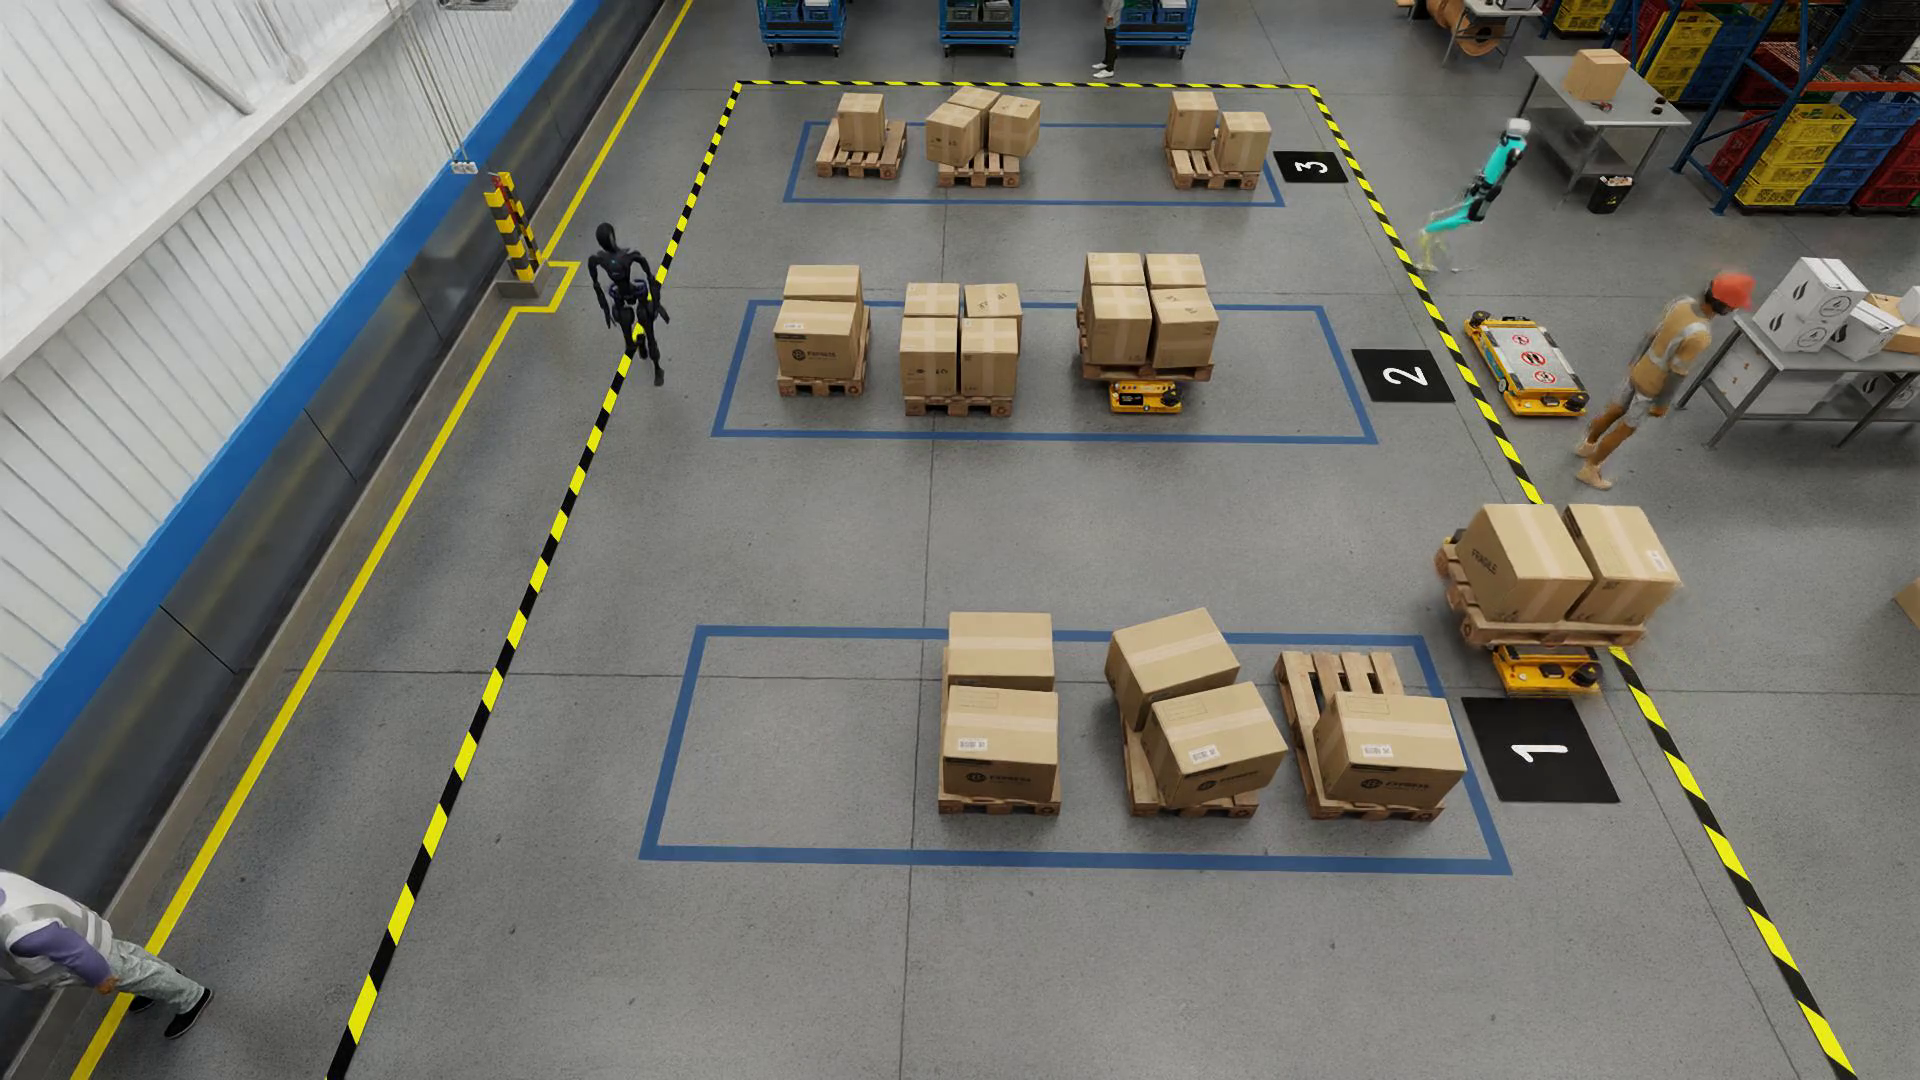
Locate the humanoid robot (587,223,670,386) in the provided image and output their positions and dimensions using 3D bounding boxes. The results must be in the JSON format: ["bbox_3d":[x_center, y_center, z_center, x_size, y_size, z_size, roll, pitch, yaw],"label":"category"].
[{"bbox_3d":[-3.037,-2.232,8.542,0.594,1.644,0.519,-8,50,-6],"label":"humanoid robot"}]

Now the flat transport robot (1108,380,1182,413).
[{"bbox_3d":[1.773,-1.807,9.079,0.652,0.197,1.431,1,49,1],"label":"flat transport robot"}]

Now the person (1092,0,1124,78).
[{"bbox_3d":[2.143,-7.606,13.069,0.365,1.852,0.596,2,49,2],"label":"person"}]

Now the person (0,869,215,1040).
[{"bbox_3d":[-4.560,2.104,4.675,0.589,1.836,0.404,22,53,18],"label":"person"}]

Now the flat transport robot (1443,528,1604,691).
[{"bbox_3d":[4.321,0.504,7.079,0.652,0.197,1.431,1,49,1],"label":"flat transport robot"}]

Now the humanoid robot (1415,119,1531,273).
[{"bbox_3d":[5.268,-3.527,9.617,0.908,1.760,0.540,9,50,8],"label":"humanoid robot"}]

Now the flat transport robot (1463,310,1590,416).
[{"bbox_3d":[5.573,-1.757,9.054,0.659,0.231,1.431,1,49,1],"label":"flat transport robot"}]

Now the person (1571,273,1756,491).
[{"bbox_3d":[5.711,-1.323,7.533,0.481,2.022,0.684,12,50,10],"label":"person"}]
